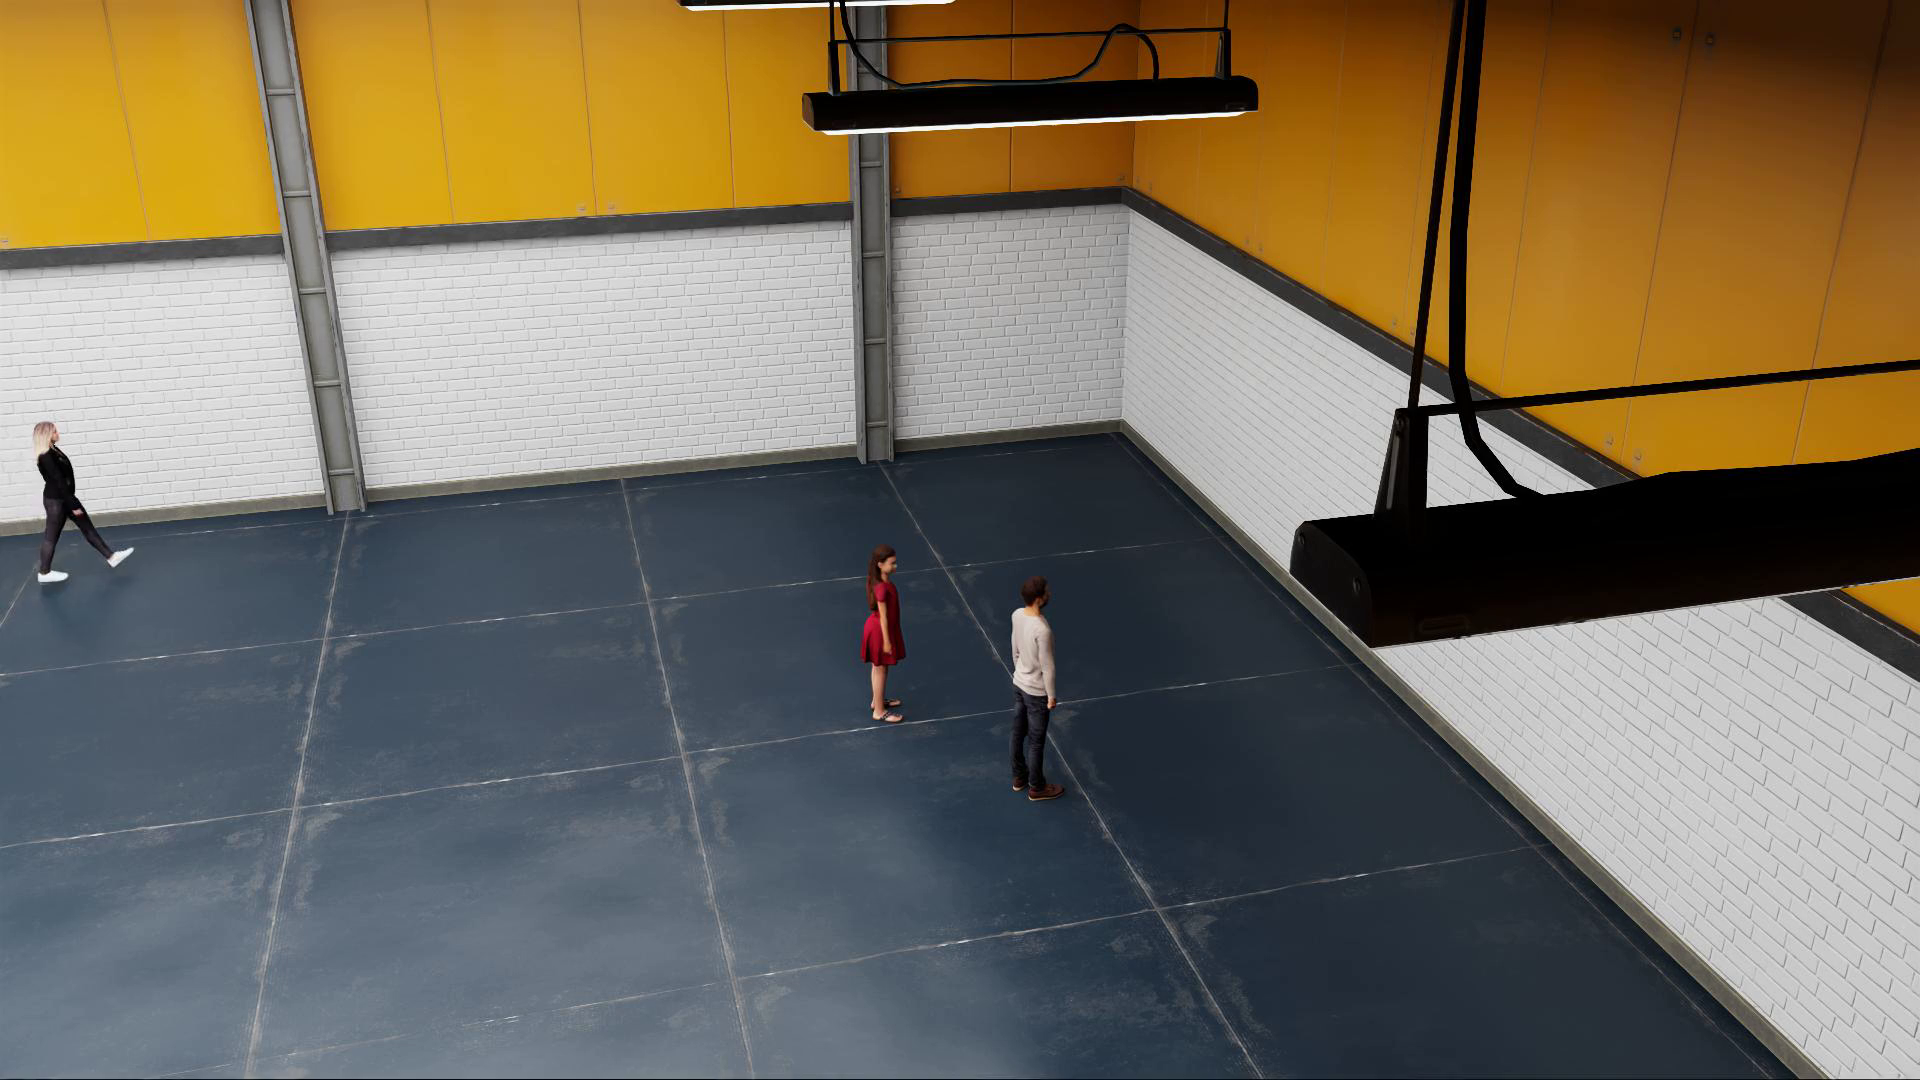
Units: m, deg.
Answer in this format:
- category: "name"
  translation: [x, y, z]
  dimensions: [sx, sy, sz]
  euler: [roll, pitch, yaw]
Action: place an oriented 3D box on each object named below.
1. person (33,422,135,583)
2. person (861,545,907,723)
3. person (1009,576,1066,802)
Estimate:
- category: "person"
  translation: [-8.962, -0.327, 16.369]
  dimensions: [1.178, 1.641, 0.792]
  euler: [-11, 26, -24]
- category: "person"
  translation: [-0.660, 0.767, 13.980]
  dimensions: [0.650, 1.551, 0.593]
  euler: [-2, 24, -4]
- category: "person"
  translation: [0.553, 1.126, 12.764]
  dimensions: [0.676, 1.868, 0.714]
  euler: [-14, 27, -29]
